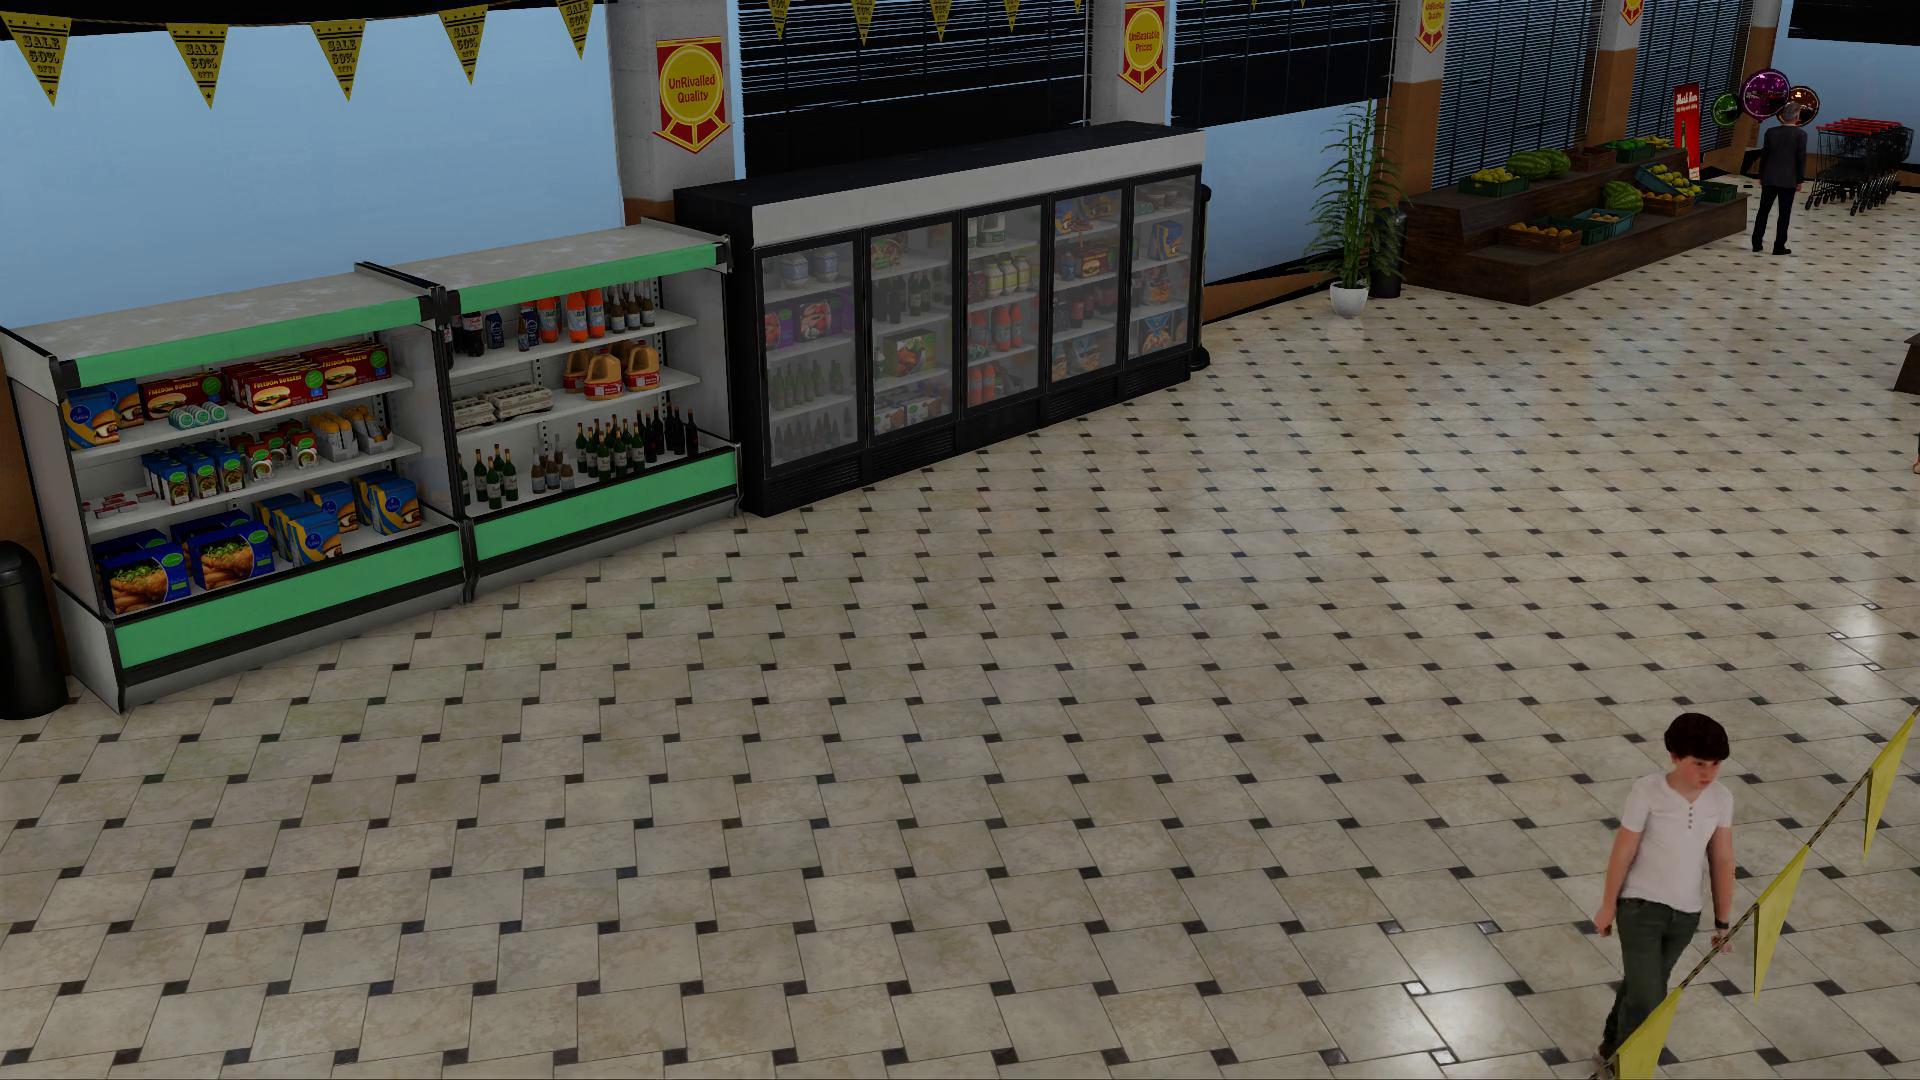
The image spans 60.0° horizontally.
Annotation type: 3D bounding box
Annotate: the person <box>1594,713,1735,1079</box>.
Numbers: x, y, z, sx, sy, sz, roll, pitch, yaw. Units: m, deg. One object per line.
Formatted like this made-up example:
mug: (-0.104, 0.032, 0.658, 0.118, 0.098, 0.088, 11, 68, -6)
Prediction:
person: (2.606, 1.355, 6.297, 0.808, 1.644, 0.858, -3, 22, -7)

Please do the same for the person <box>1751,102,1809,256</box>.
person: (10.125, -4.464, 20.512, 0.587, 1.842, 0.703, -19, 29, -39)
